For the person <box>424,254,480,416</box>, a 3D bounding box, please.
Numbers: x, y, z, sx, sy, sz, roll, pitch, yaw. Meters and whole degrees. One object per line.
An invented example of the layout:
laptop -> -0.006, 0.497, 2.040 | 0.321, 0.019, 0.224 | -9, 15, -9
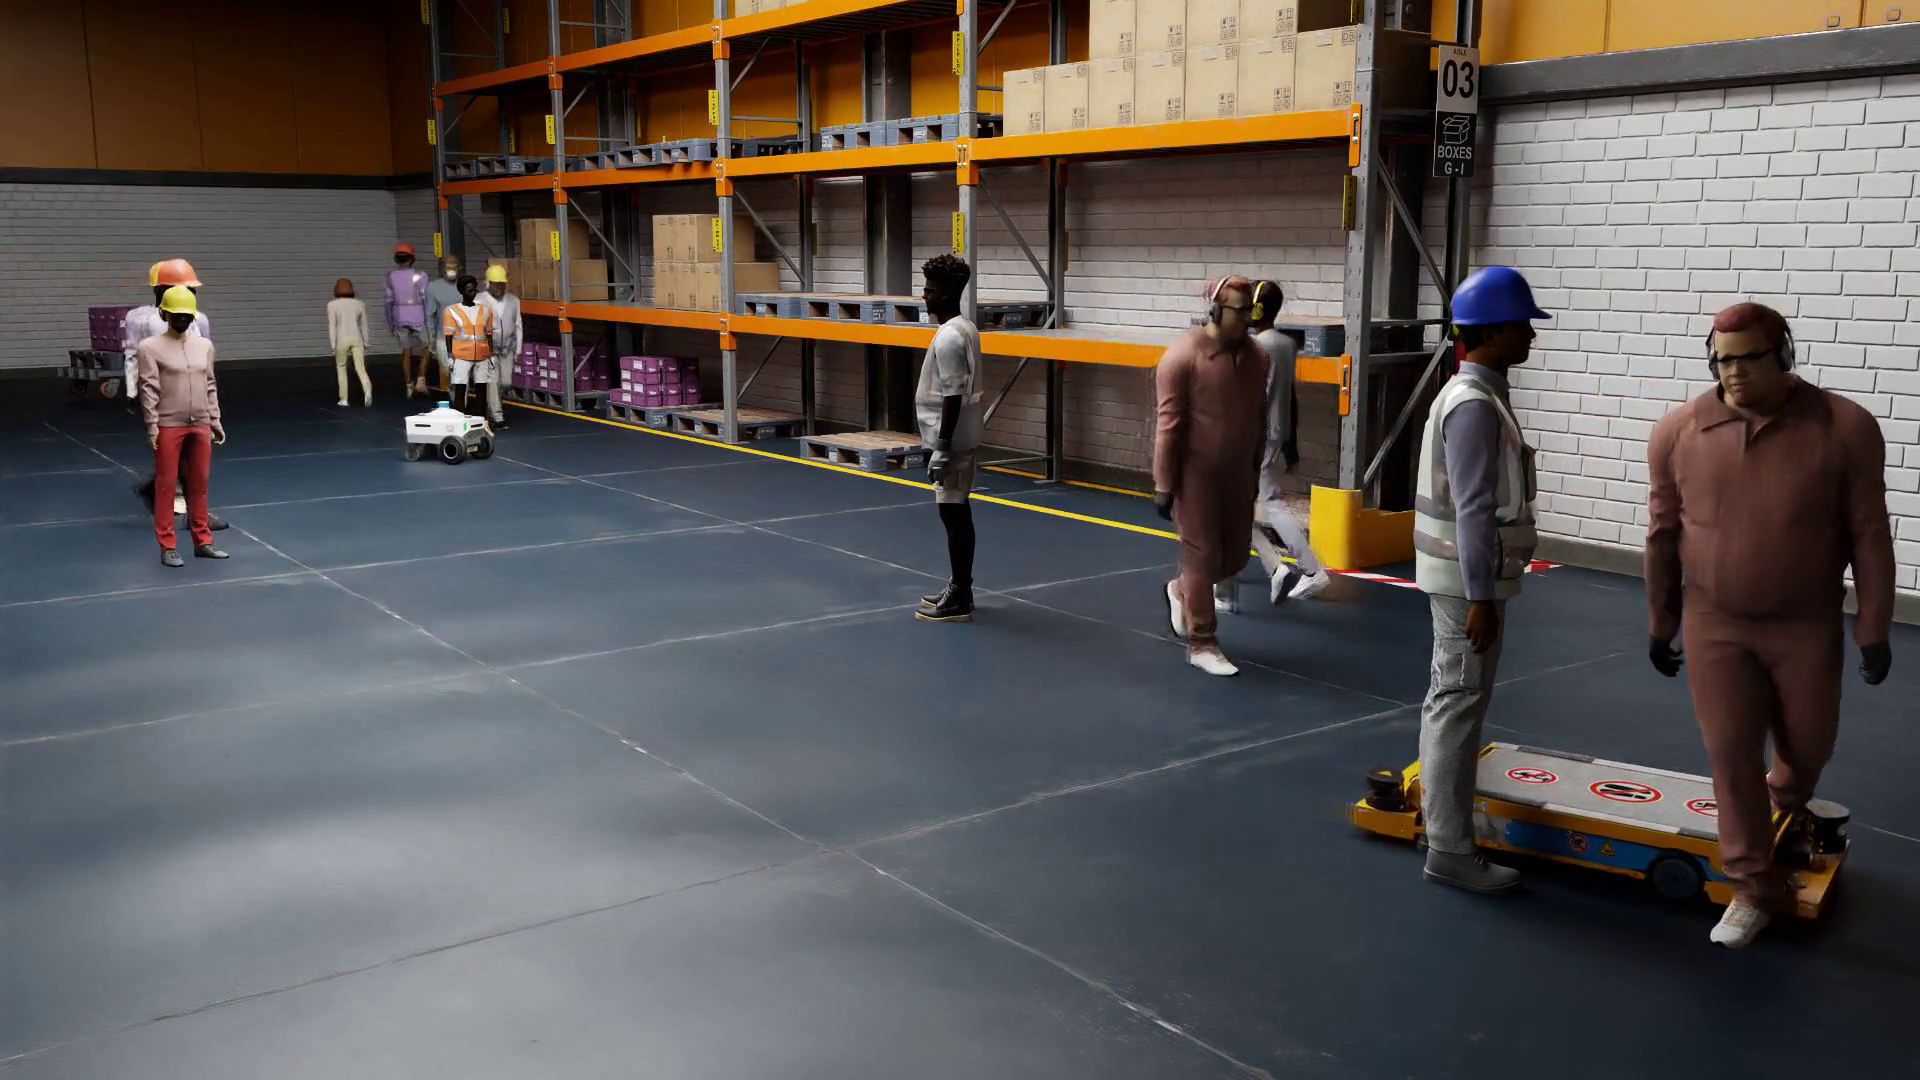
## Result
person -> -5.829, -2.348, 19.221 | 0.628, 1.911, 0.900 | -1, 10, -8

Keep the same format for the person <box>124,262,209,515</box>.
person -> -6.017, -1.176, 12.712 | 0.587, 1.888, 0.942 | -2, 10, -10

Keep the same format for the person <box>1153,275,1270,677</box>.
person -> 1.158, -0.324, 7.948 | 0.666, 1.881, 0.646 | -6, 12, -31

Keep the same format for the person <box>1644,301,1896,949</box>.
person -> 2.410, 0.219, 4.993 | 0.695, 1.867, 0.795 | 6, 12, 31

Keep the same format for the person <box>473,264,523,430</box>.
person -> -5.107, -2.113, 18.202 | 0.618, 1.800, 0.704 | -7, 12, -36

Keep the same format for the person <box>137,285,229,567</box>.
person -> -4.898, -0.719, 10.511 | 0.327, 1.761, 0.522 | 6, 12, 31

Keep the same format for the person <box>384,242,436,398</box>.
person -> -7.174, -2.866, 21.754 | 0.674, 2.030, 0.437 | 1, 10, 8

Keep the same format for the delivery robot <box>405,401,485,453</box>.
delivery robot -> -4.780, -1.044, 15.438 | 0.707, 0.478, 0.477 | 4, 11, 20

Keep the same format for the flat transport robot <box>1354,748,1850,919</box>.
flat transport robot -> 2.117, 0.914, 5.529 | 1.431, 0.197, 0.652 | 7, 12, 34

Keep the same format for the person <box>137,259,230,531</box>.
person -> -5.529, -1.008, 11.687 | 0.619, 1.917, 0.550 | 1, 10, 5

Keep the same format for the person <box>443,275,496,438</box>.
person -> -5.060, -1.882, 17.195 | 0.538, 1.697, 0.317 | -7, 13, -36

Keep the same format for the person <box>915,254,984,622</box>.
person -> -0.058, -0.543, 8.939 | 0.368, 1.966, 0.602 | 1, 10, 7

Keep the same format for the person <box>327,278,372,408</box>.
person -> -7.520, -2.433, 20.555 | 0.509, 1.606, 0.764 | -8, 13, -38

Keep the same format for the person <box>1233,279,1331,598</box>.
person -> 1.763, -0.588, 9.621 | 0.984, 1.827, 0.529 | 9, 13, 40

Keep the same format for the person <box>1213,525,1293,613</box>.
person -> 1.507, -0.372, 8.958 | 0.560, 1.609, 0.510 | -9, 14, -42

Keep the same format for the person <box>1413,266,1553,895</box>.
person -> 1.628, 0.120, 5.269 | 0.382, 1.951, 0.605 | 2, 10, 14
